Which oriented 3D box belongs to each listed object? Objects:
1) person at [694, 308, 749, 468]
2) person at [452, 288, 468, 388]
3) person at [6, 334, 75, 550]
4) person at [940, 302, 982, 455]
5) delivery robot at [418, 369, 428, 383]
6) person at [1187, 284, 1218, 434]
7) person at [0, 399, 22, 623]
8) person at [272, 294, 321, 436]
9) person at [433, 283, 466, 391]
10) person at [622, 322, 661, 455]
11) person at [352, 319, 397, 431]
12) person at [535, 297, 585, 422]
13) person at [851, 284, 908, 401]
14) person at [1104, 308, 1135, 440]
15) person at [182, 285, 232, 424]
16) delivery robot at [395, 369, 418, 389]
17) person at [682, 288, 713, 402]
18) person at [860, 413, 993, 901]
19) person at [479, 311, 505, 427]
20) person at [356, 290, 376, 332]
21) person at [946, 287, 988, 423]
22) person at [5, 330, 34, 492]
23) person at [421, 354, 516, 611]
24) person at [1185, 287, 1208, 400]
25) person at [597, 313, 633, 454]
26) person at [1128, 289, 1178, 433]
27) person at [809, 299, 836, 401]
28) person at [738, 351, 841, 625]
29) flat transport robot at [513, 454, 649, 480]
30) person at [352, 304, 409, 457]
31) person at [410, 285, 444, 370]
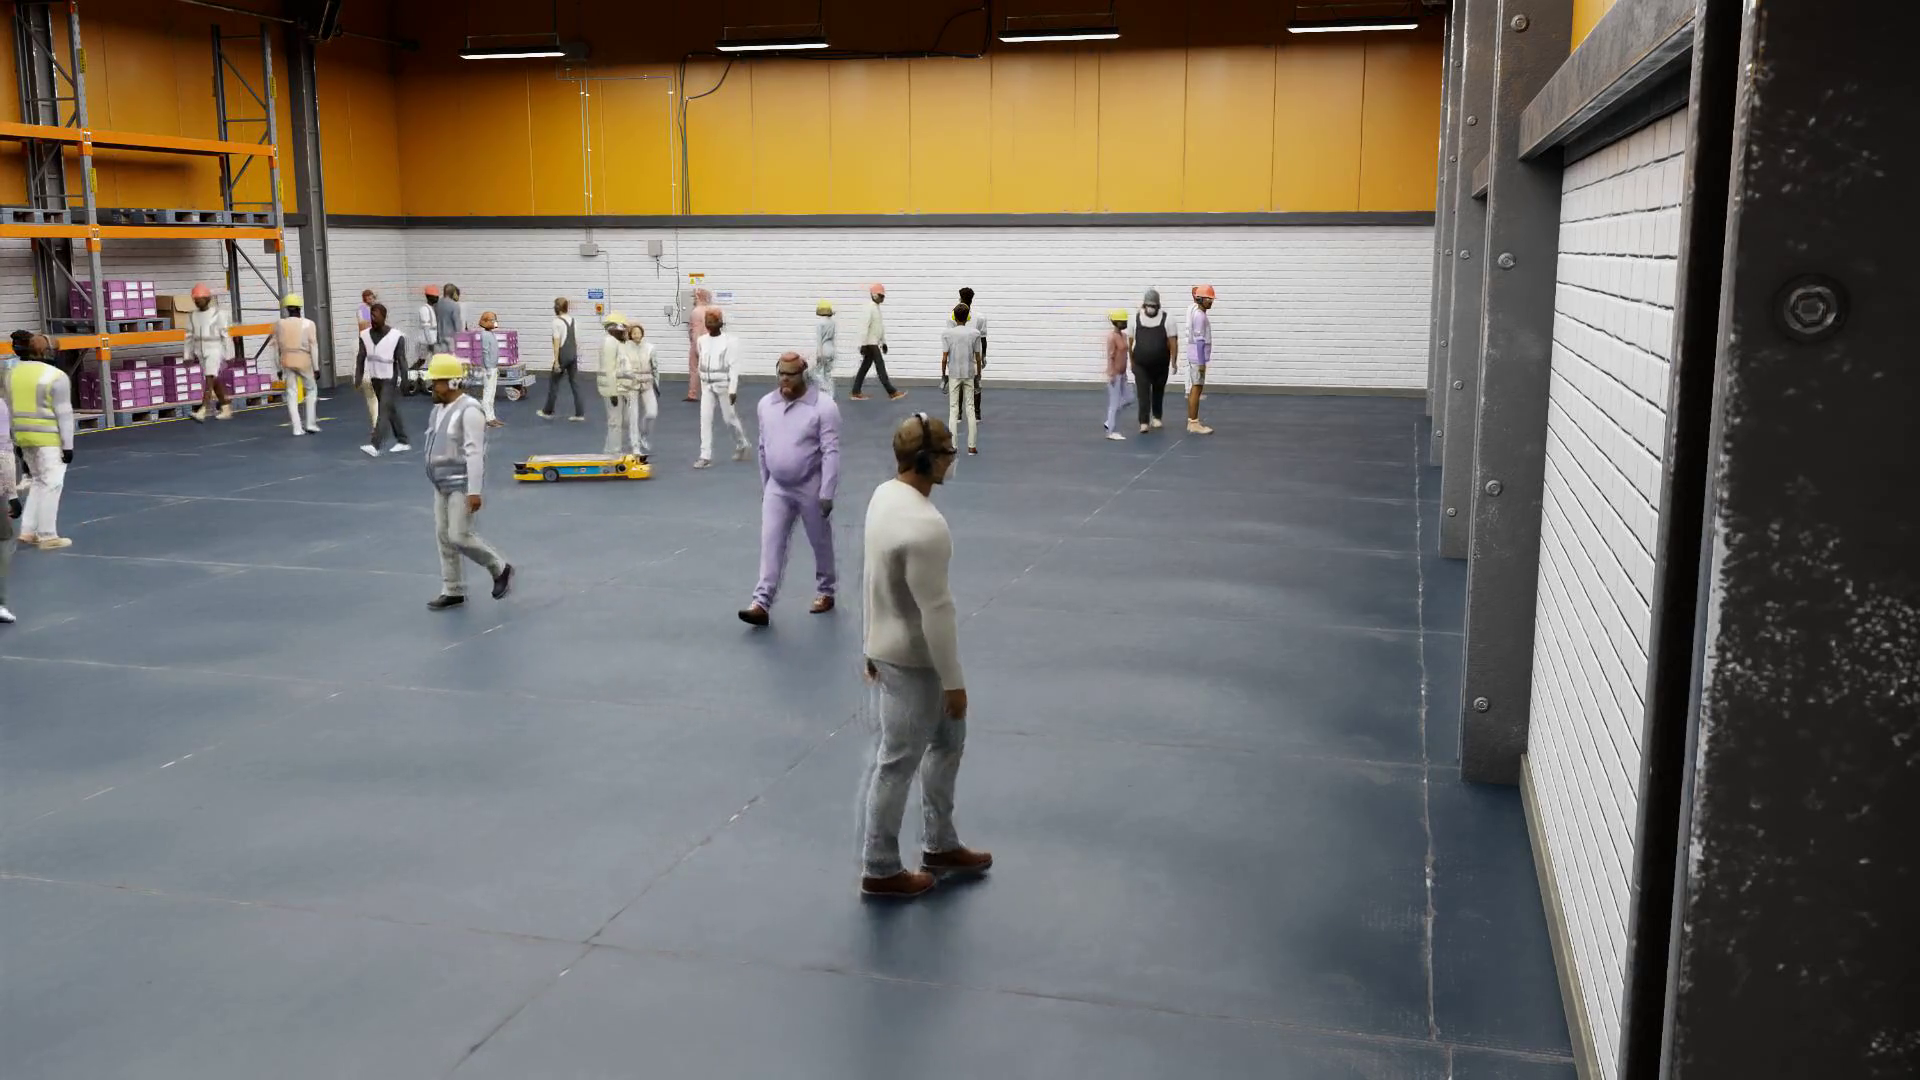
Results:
[{"bbox_3d":[-2.795,-1.786,19.429,0.584,1.851,0.949,5,11,26],"label":"person"},{"bbox_3d":[-9.110,-3.621,29.886,0.689,1.824,0.577,3,10,15],"label":"person"},{"bbox_3d":[-7.749,-0.825,14.089,0.633,1.818,0.444,3,11,19],"label":"person"},{"bbox_3d":[0.015,-1.971,20.397,0.524,1.871,0.325,-1,10,-6],"label":"person"},{"bbox_3d":[-8.984,-2.838,28.760,0.707,0.478,0.477,-6,11,-29],"label":"delivery robot"},{"bbox_3d":[3.298,-2.464,22.711,0.395,2.039,0.608,1,10,5],"label":"person"},{"bbox_3d":[-6.538,-0.340,11.027,0.621,1.909,0.456,-1,10,-8],"label":"person"},{"bbox_3d":[-8.944,-2.370,22.525,0.612,1.907,0.650,-1,10,-3],"label":"person"},{"bbox_3d":[-8.972,-3.538,29.116,0.660,1.921,0.598,5,11,27],"label":"person"},{"bbox_3d":[-3.940,-1.856,20.426,0.547,1.627,0.374,-5,11,-28],"label":"person"},{"bbox_3d":[-7.844,-2.169,22.329,0.533,1.575,0.890,-1,10,-8],"label":"person"},{"bbox_3d":[-5.831,-2.621,24.260,0.914,1.803,0.541,7,12,33],"label":"person"},{"bbox_3d":[-1.372,-3.263,27.540,1.047,1.930,0.623,2,10,10],"label":"person"},{"bbox_3d":[2.107,-2.185,21.935,0.367,1.750,0.542,6,12,30],"label":"person"},{"bbox_3d":[-10.983,-2.692,24.141,0.630,1.983,1.054,2,10,12],"label":"person"},{"bbox_3d":[-9.675,-2.794,28.514,0.707,0.478,0.477,-4,11,-20],"label":"delivery robot"},{"bbox_3d":[-4.188,-3.193,27.281,0.795,1.885,0.650,5,11,25],"label":"person"},{"bbox_3d":[-0.082,0.462,6.473,0.725,1.916,0.662,-3,10,-15],"label":"person"},{"bbox_3d":[-6.669,-2.427,23.648,0.285,1.633,0.499,0,10,-3],"label":"person"},{"bbox_3d":[-10.293,-3.475,29.123,0.389,1.814,0.667,5,11,26],"label":"person"},{"bbox_3d":[0.099,-2.680,24.135,0.608,1.966,0.365,-1,10,-7],"label":"person"},{"bbox_3d":[-9.663,-1.337,17.293,0.530,1.696,0.321,1,10,7],"label":"person"},{"bbox_3d":[-3.491,-0.405,11.686,0.525,1.813,0.608,-10,14,-44],"label":"person"},{"bbox_3d":[3.951,-3.293,27.847,0.359,1.883,0.573,-1,10,-8],"label":"person"},{"bbox_3d":[-3.936,-1.679,19.001,0.417,1.786,0.669,-1,10,-3],"label":"person"},{"bbox_3d":[2.675,-2.536,23.110,0.688,2.000,1.056,1,10,7],"label":"person"},{"bbox_3d":[-2.165,-2.963,26.406,0.393,1.725,0.500,5,11,28],"label":"person"},{"bbox_3d":[-1.128,-0.354,11.306,0.662,1.841,1.009,4,11,21],"label":"person"},{"bbox_3d":[-4.168,-0.812,18.358,1.431,0.197,0.652,-2,10,-9],"label":"flat transport robot"},{"bbox_3d":[-7.102,-1.959,20.383,0.594,1.852,1.047,4,11,20],"label":"person"},{"bbox_3d":[-9.356,-3.508,29.061,0.952,1.896,0.550,1,10,5],"label":"person"}]
